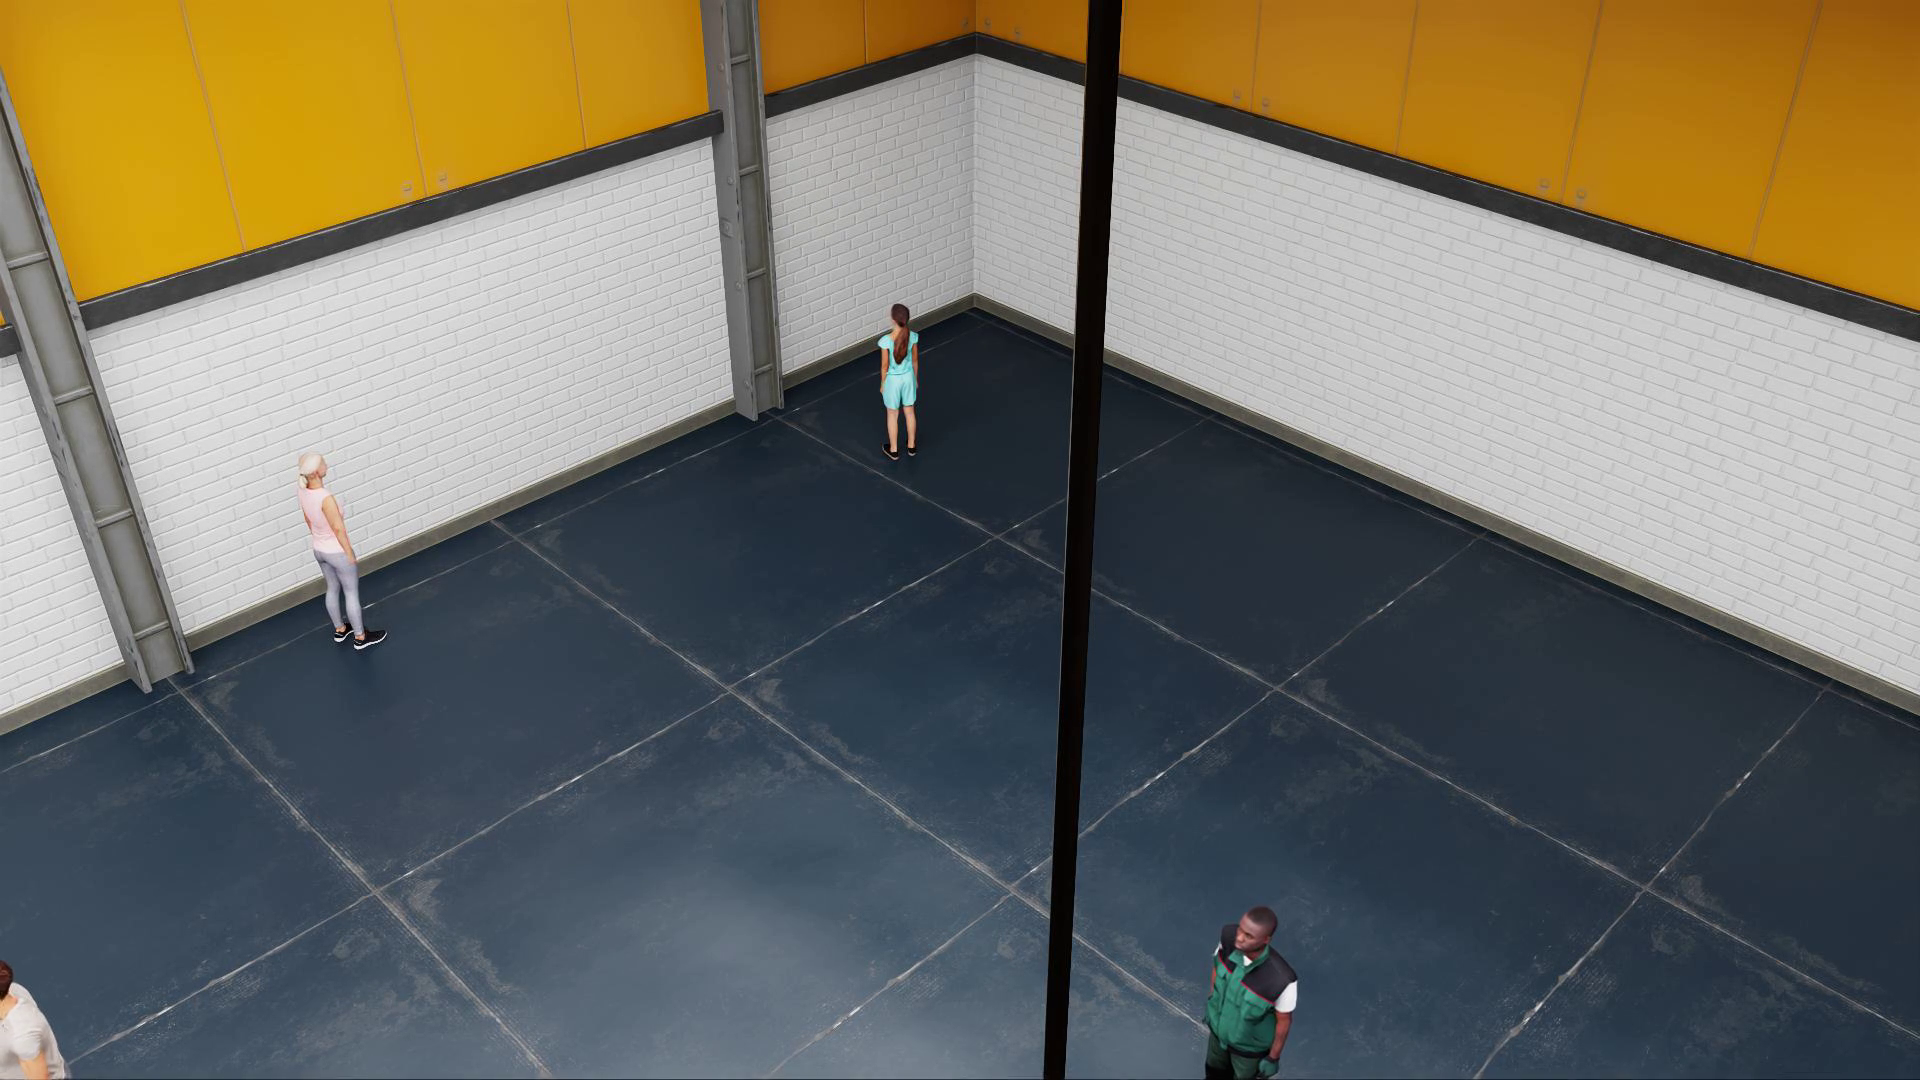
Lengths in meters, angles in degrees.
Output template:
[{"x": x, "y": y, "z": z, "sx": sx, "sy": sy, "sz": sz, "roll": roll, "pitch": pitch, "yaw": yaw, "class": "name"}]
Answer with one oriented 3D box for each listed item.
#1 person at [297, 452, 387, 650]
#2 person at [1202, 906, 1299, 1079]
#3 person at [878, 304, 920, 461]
[{"x": -4.864, "y": 0.075, "z": 12.886, "sx": 0.601, "sy": 1.726, "sz": 0.594, "roll": 19, "pitch": 38, "yaw": 26, "class": "person"}, {"x": 1.525, "y": 2.632, "z": 8.938, "sx": 0.644, "sy": 1.839, "sz": 0.714, "roll": -23, "pitch": 40, "yaw": -30, "class": "person"}, {"x": -0.562, "y": -1.476, "z": 15.371, "sx": 0.594, "sy": 1.558, "sz": 0.690, "roll": -12, "pitch": 35, "yaw": -18, "class": "person"}]
